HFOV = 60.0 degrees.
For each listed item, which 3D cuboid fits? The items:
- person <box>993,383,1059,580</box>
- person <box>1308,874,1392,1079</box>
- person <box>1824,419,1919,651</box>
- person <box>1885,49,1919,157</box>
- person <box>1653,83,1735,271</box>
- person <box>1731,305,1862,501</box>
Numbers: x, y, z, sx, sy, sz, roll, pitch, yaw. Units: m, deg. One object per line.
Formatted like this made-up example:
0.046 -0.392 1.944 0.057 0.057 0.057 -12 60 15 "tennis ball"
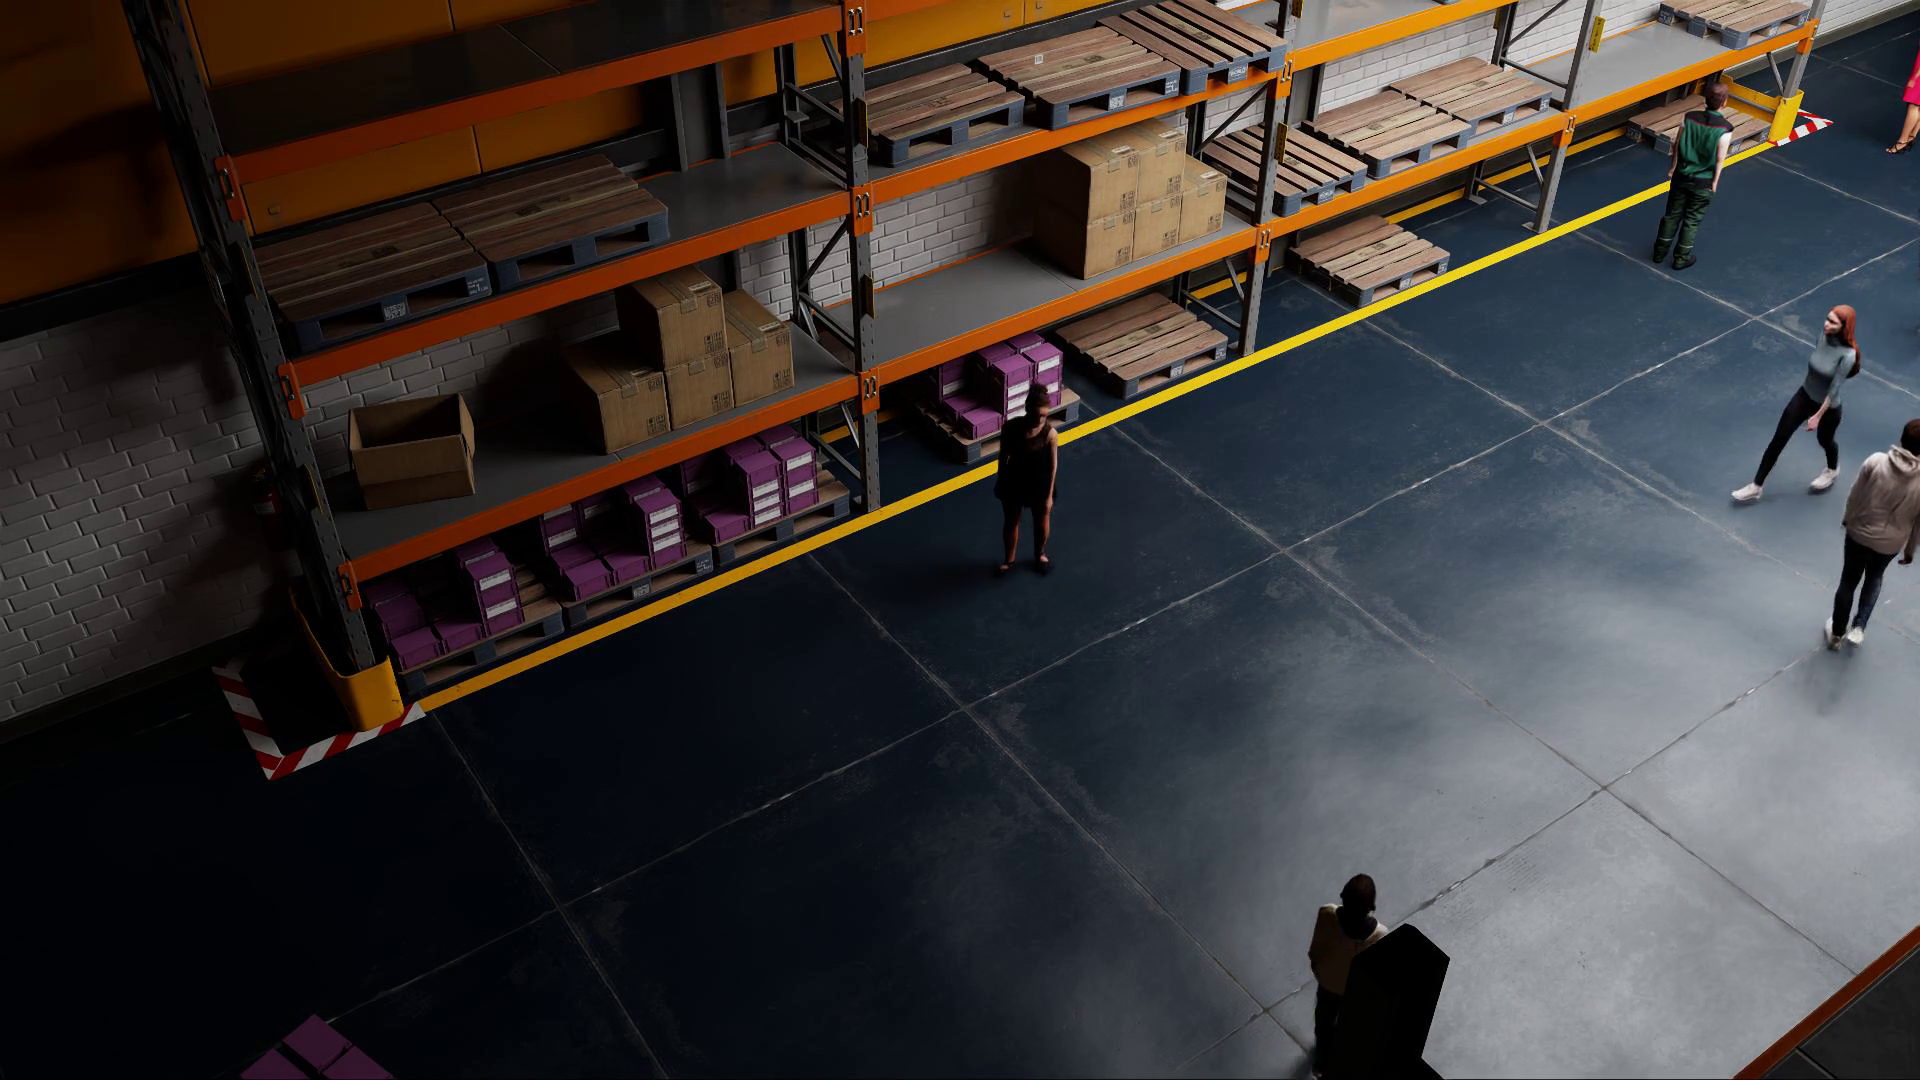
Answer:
0.505 -0.426 12.065 0.725 1.676 0.766 19 42 22 "person"
2.017 2.342 8.782 0.728 1.446 0.864 25 45 27 "person"
6.244 0.031 11.364 0.837 1.835 0.891 17 41 20 "person"
10.291 -4.946 17.682 0.461 1.728 0.614 -24 44 -27 "person"
6.941 -3.440 15.704 0.681 1.843 0.651 31 48 33 "person"
6.663 -1.012 12.784 1.253 1.693 0.809 -12 40 -14 "person"
